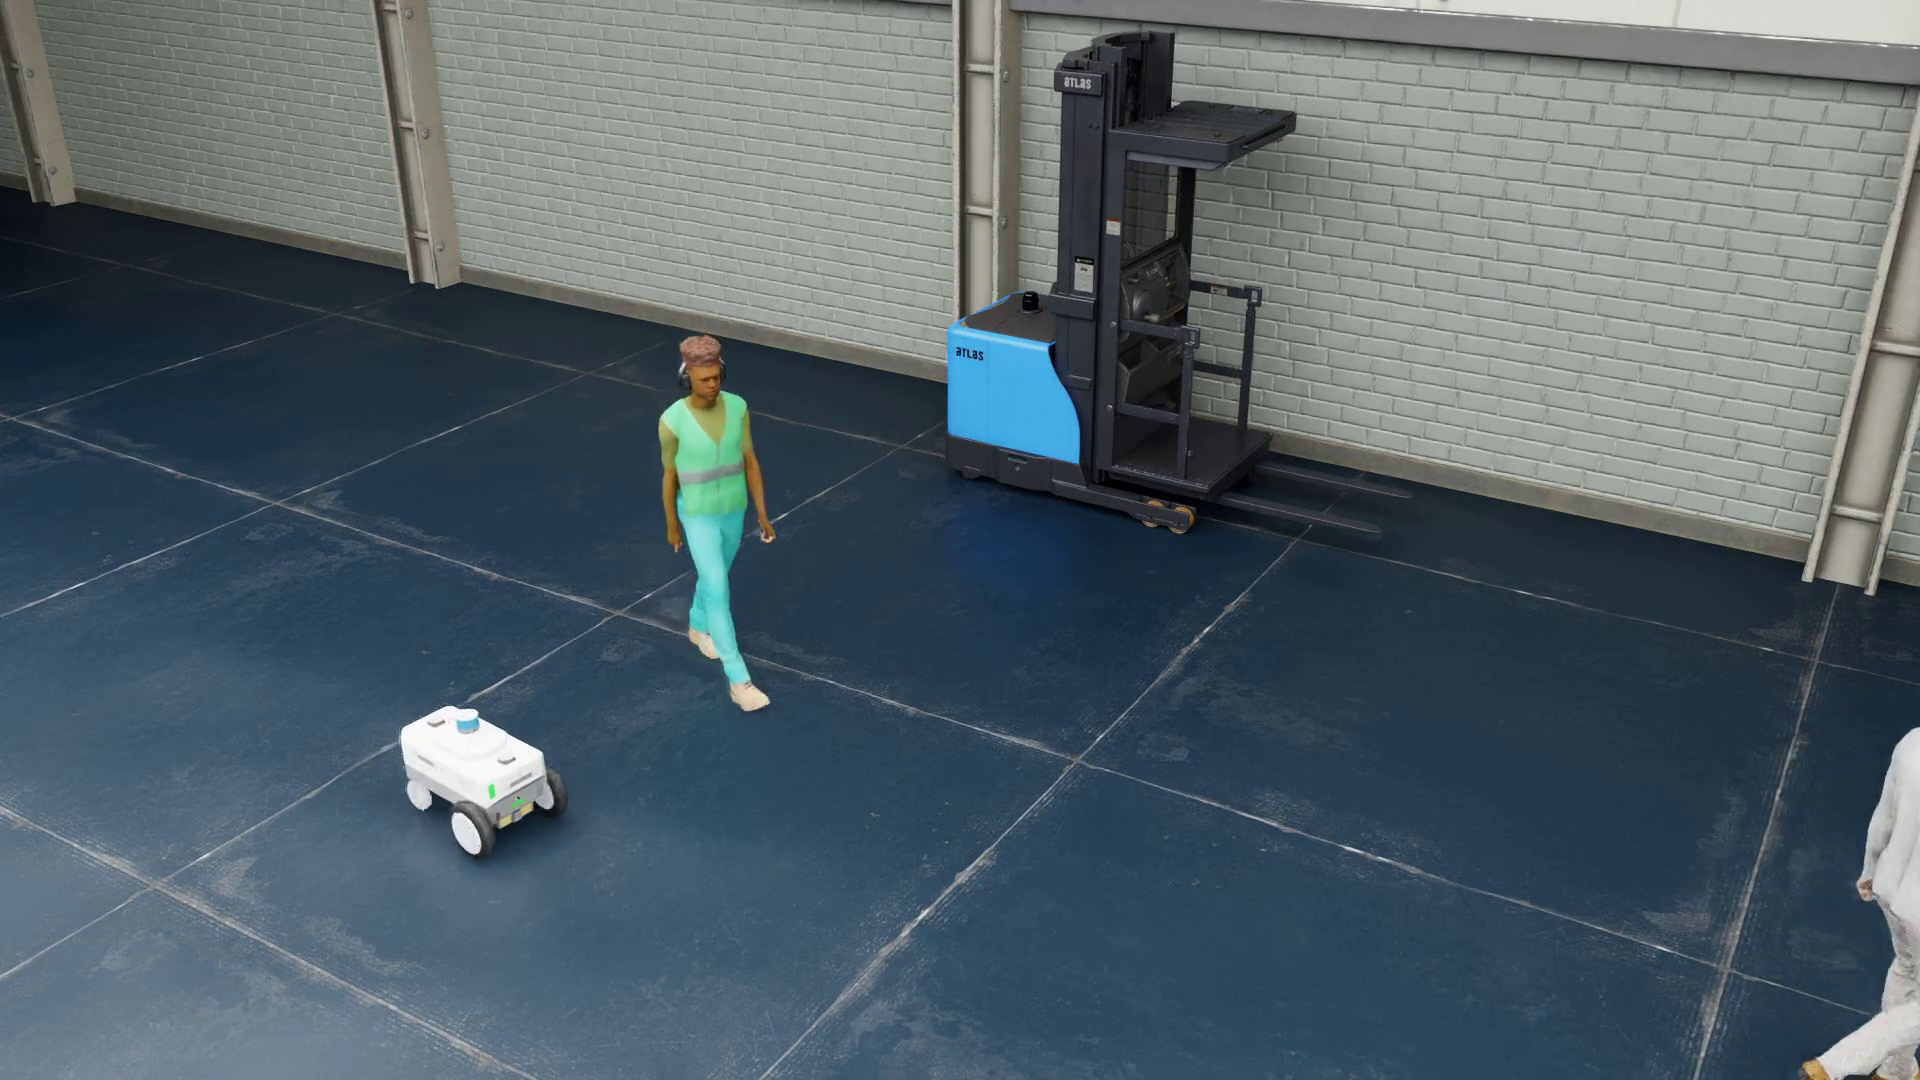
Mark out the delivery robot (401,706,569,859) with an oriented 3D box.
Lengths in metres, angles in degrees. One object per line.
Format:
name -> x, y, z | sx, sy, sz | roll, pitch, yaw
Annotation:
delivery robot -> -2.230, 1.066, 7.673 | 0.802, 0.598, 0.499 | 18, 31, 34

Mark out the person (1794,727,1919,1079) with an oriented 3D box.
person -> 3.345, 1.238, 5.765 | 0.622, 1.867, 0.587 | -2, 25, -5

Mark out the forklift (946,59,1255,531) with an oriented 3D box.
forklift -> 0.933, -1.707, 10.833 | 1.873, 2.768, 1.129 | 15, 29, 28

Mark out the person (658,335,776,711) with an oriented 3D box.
person -> -1.267, -0.136, 8.615 | 0.488, 1.926, 1.006 | -19, 31, -34
